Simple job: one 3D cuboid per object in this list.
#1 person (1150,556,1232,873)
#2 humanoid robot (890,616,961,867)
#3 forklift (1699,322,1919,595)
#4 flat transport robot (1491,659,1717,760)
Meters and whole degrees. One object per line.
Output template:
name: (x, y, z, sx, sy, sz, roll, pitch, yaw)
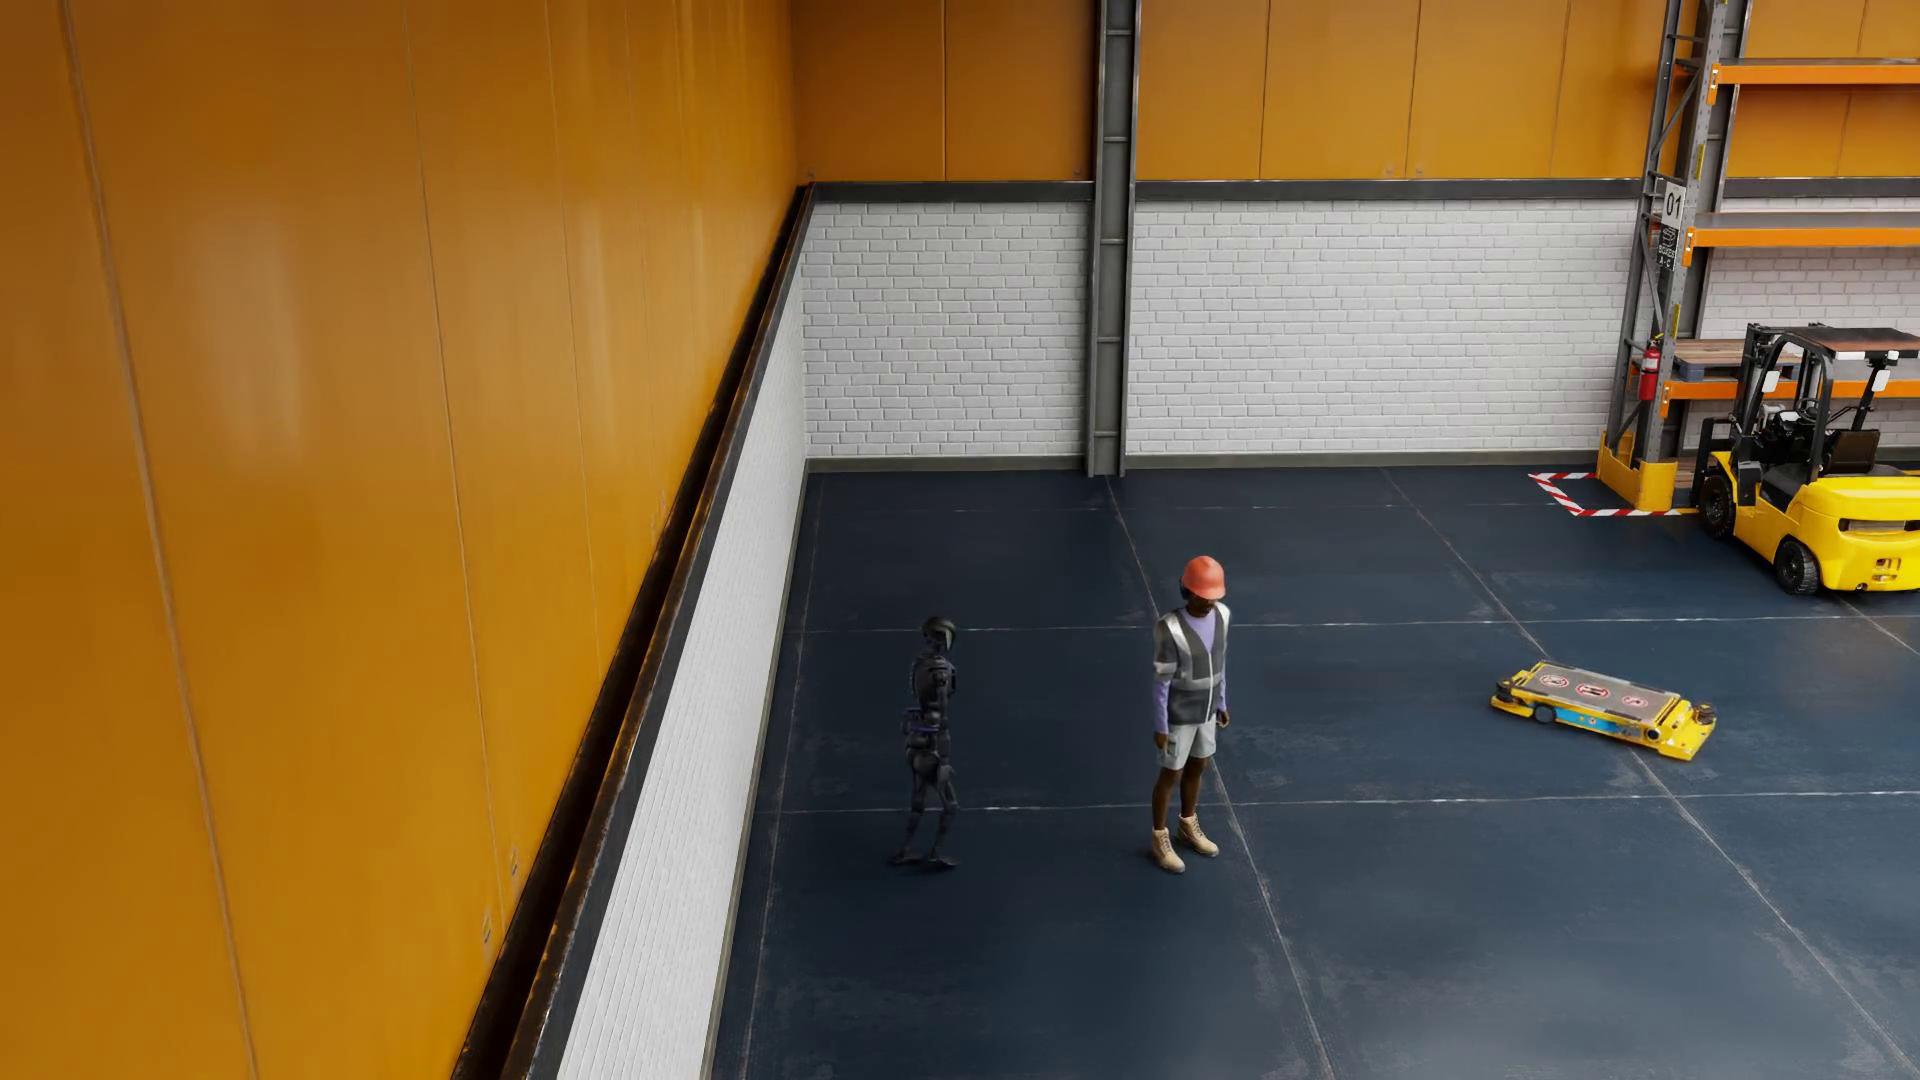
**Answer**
person: (1.431, 1.047, 10.160, 0.609, 2.040, 0.389, -15, 25, -35)
humanoid robot: (-0.223, 1.245, 10.167, 0.457, 1.641, 0.594, -5, 21, -14)
forklift: (7.809, -0.792, 14.926, 1.214, 2.155, 2.313, -1, 20, -2)
flat transport robot: (4.724, 1.228, 12.223, 1.431, 0.231, 0.659, 15, 25, 35)
